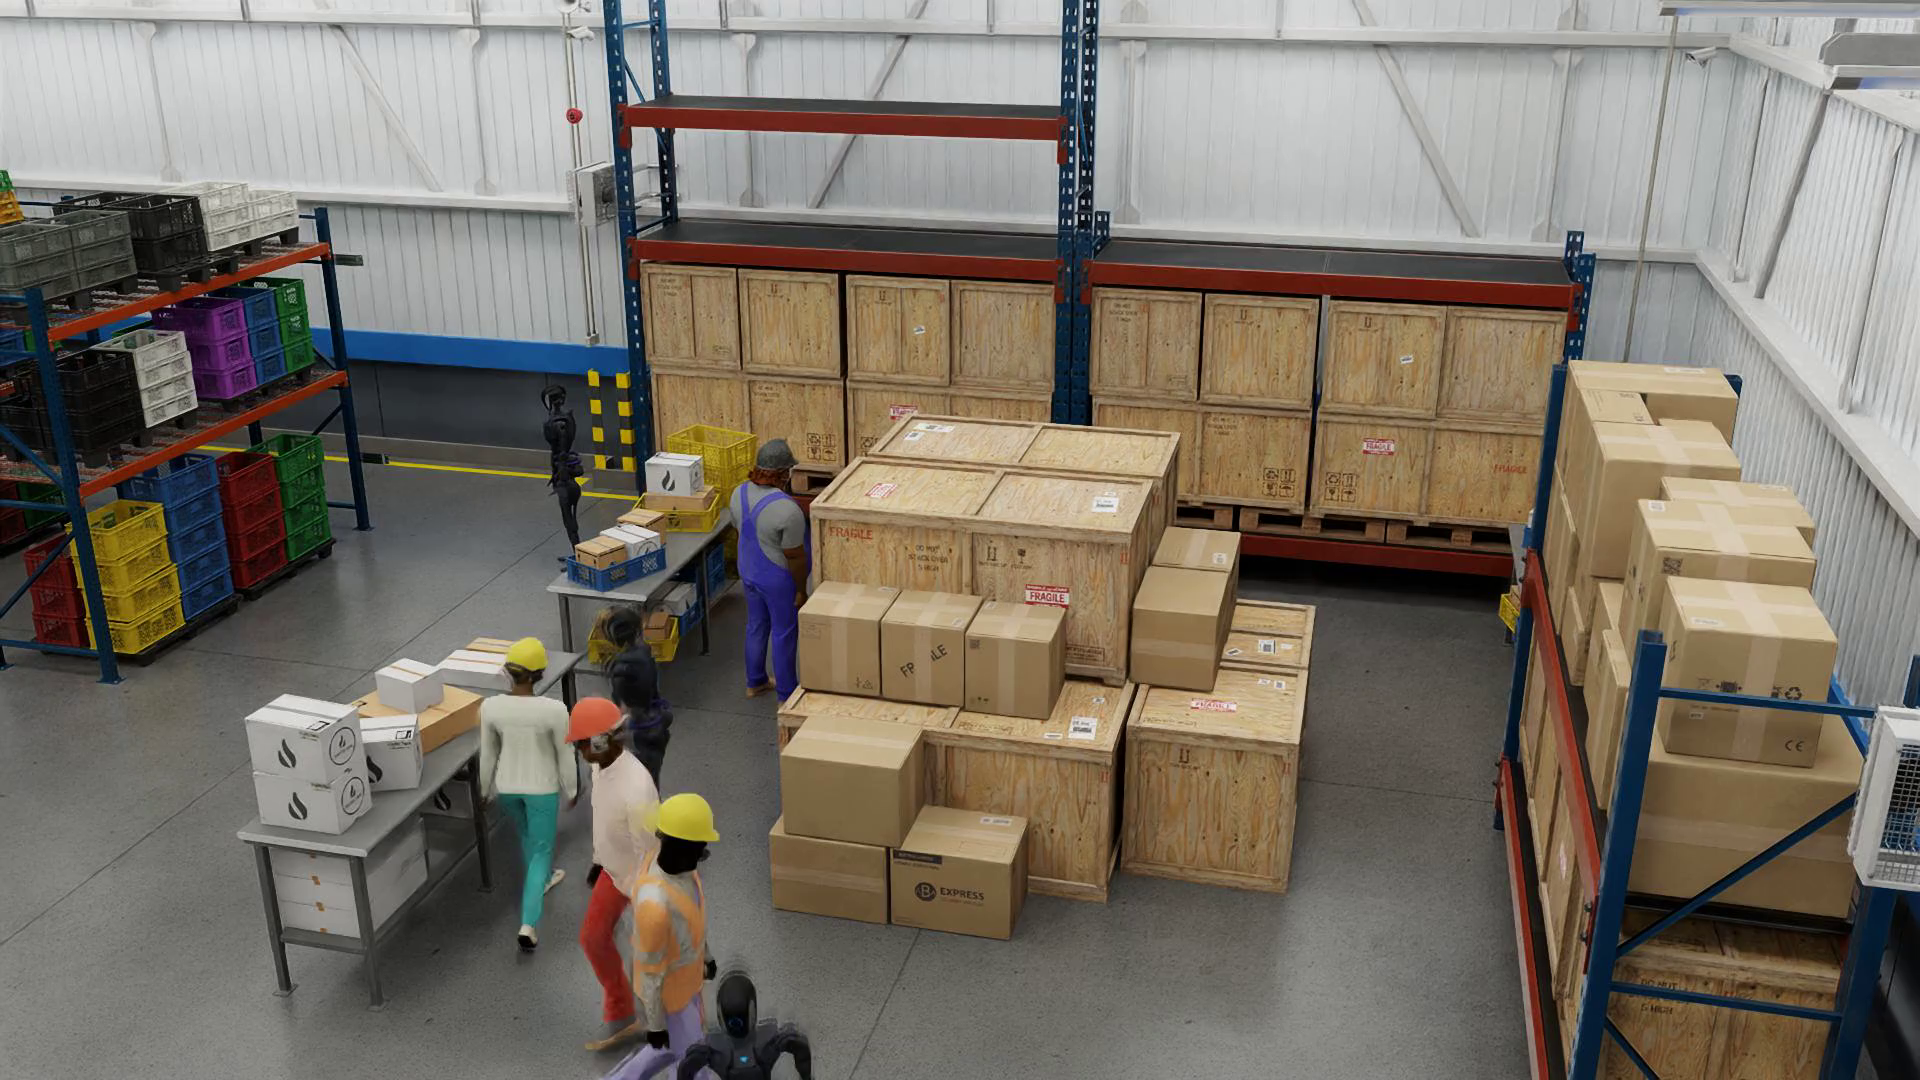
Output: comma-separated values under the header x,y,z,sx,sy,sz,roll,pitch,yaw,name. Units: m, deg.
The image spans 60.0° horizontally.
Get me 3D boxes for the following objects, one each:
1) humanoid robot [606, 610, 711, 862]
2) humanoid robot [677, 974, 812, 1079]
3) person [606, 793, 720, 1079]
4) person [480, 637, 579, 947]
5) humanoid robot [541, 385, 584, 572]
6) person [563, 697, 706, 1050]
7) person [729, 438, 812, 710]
x,y,z,sx,sy,sz,roll,pitch,yaw,name
-1.899,1.186,10.071,0.758,1.616,0.668,2,21,4,humanoid robot
-0.838,2.452,6.657,0.615,1.641,0.387,-3,21,-9,humanoid robot
-1.365,2.000,7.552,0.709,1.891,0.597,-1,21,-2,person
-2.445,1.402,9.339,0.560,1.719,0.845,4,21,10,person
-3.459,-0.549,14.507,0.322,1.649,0.593,-8,22,-21,humanoid robot
-1.668,1.692,8.271,0.689,1.949,0.649,-14,25,-32,person
-1.298,0.230,11.966,0.679,2.000,0.536,19,28,40,person
